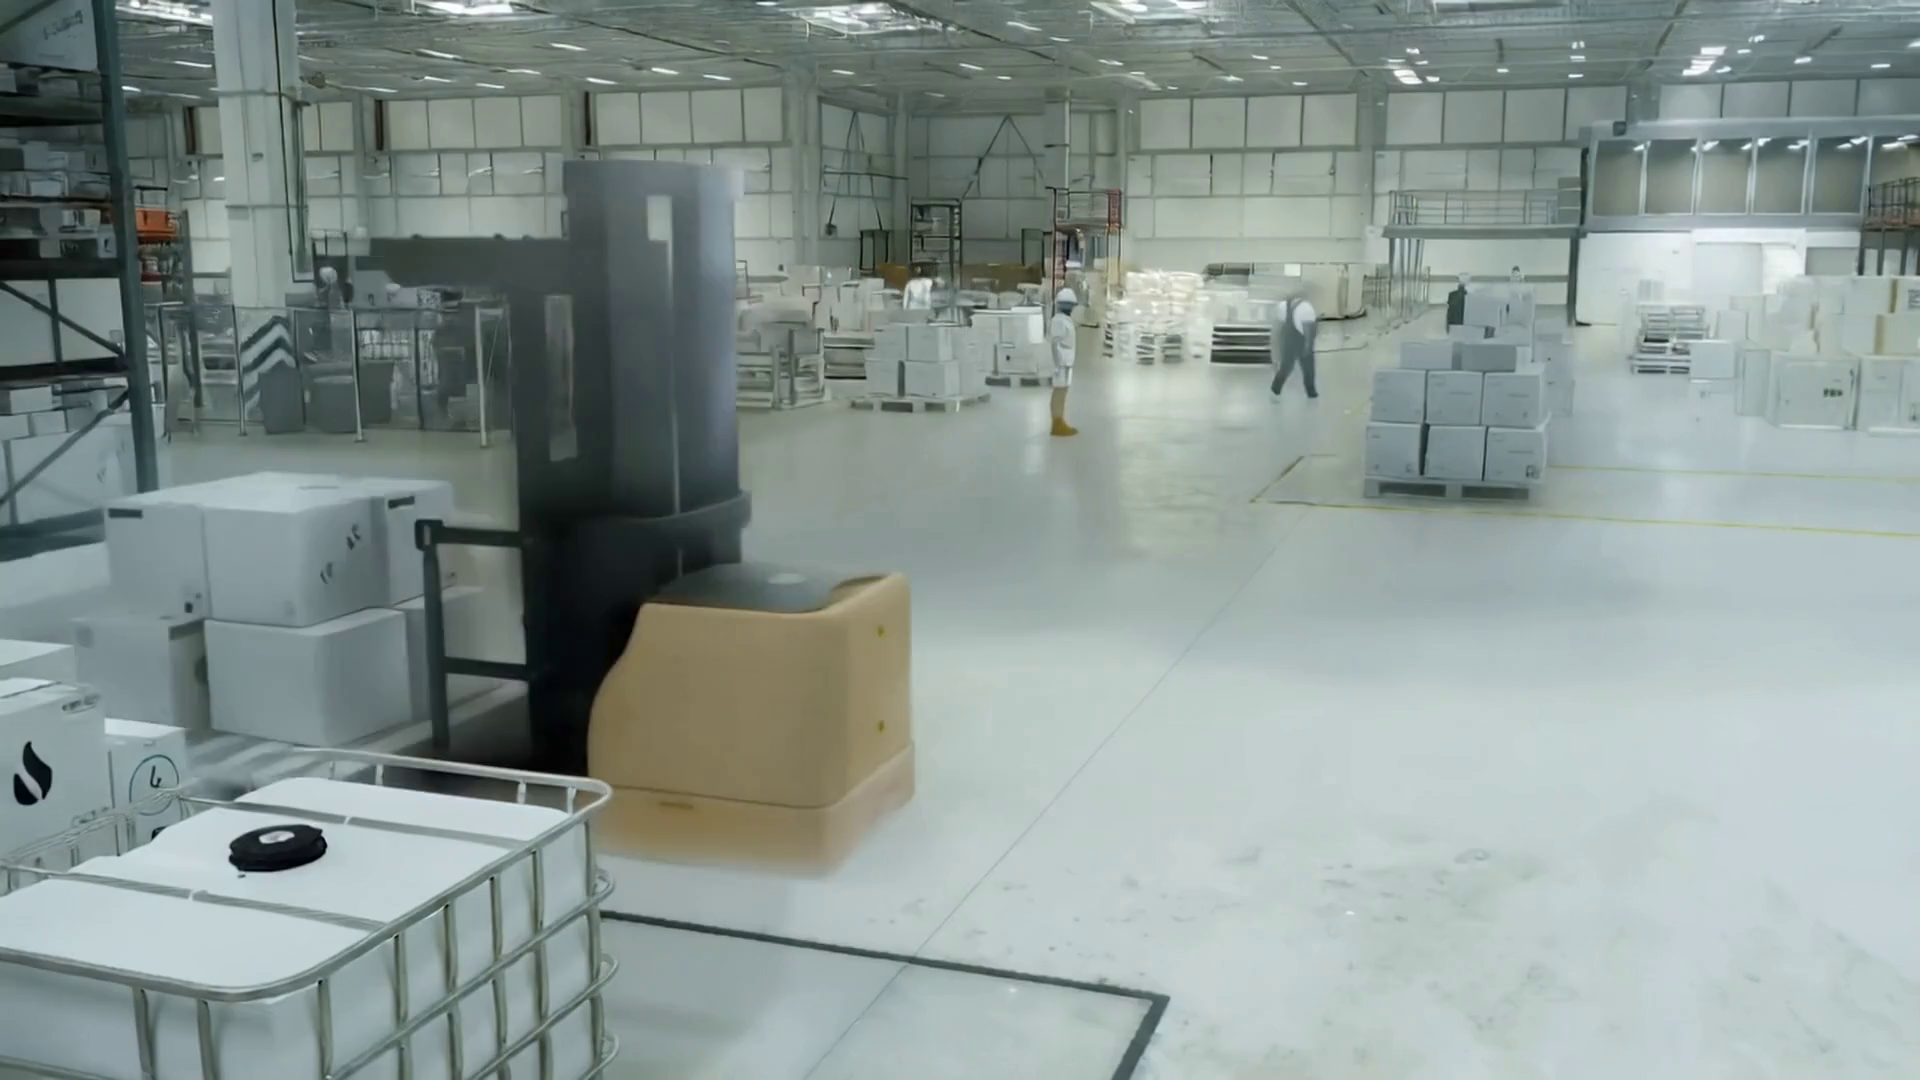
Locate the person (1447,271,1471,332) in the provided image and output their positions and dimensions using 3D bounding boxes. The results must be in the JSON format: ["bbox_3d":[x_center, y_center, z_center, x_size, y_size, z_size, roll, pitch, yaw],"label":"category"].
[{"bbox_3d":[9.732,-4.201,32.222,0.623,1.992,0.396,-2,10,-10],"label":"person"}]

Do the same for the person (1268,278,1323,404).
[{"bbox_3d":[5.275,-3.142,26.132,1.008,2.000,0.692,-7,12,-35],"label":"person"}]

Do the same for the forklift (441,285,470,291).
[{"bbox_3d":[-20.133,-10.254,65.465,1.157,1.987,2.680,3,11,19],"label":"forklift"}]

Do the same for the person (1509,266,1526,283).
[{"bbox_3d":[16.638,-7.271,49.832,0.356,1.883,0.573,-7,12,-35],"label":"person"}]

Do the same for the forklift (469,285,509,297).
[{"bbox_3d":[-17.990,-10.121,64.684,1.157,1.987,2.680,3,11,17],"label":"forklift"}]

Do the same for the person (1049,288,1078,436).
[{"bbox_3d":[1.374,-2.340,21.908,0.361,1.938,0.546,4,11,22],"label":"person"}]

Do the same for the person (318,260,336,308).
[{"bbox_3d":[-23.984,-9.646,63.126,0.645,1.913,0.409,0,10,0],"label":"person"}]

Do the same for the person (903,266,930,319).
[{"bbox_3d":[-1.007,-5.260,38.121,0.626,2.035,0.406,-1,10,-6],"label":"person"}]

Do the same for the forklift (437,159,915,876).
[{"bbox_3d":[-1.227,-0.169,7.022,1.873,2.768,1.129,3,11,19],"label":"forklift"}]

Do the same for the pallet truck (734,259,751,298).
[{"bbox_3d":[-7.986,-9.493,62.019,0.823,1.965,1.885,3,11,17],"label":"pallet truck"}]
